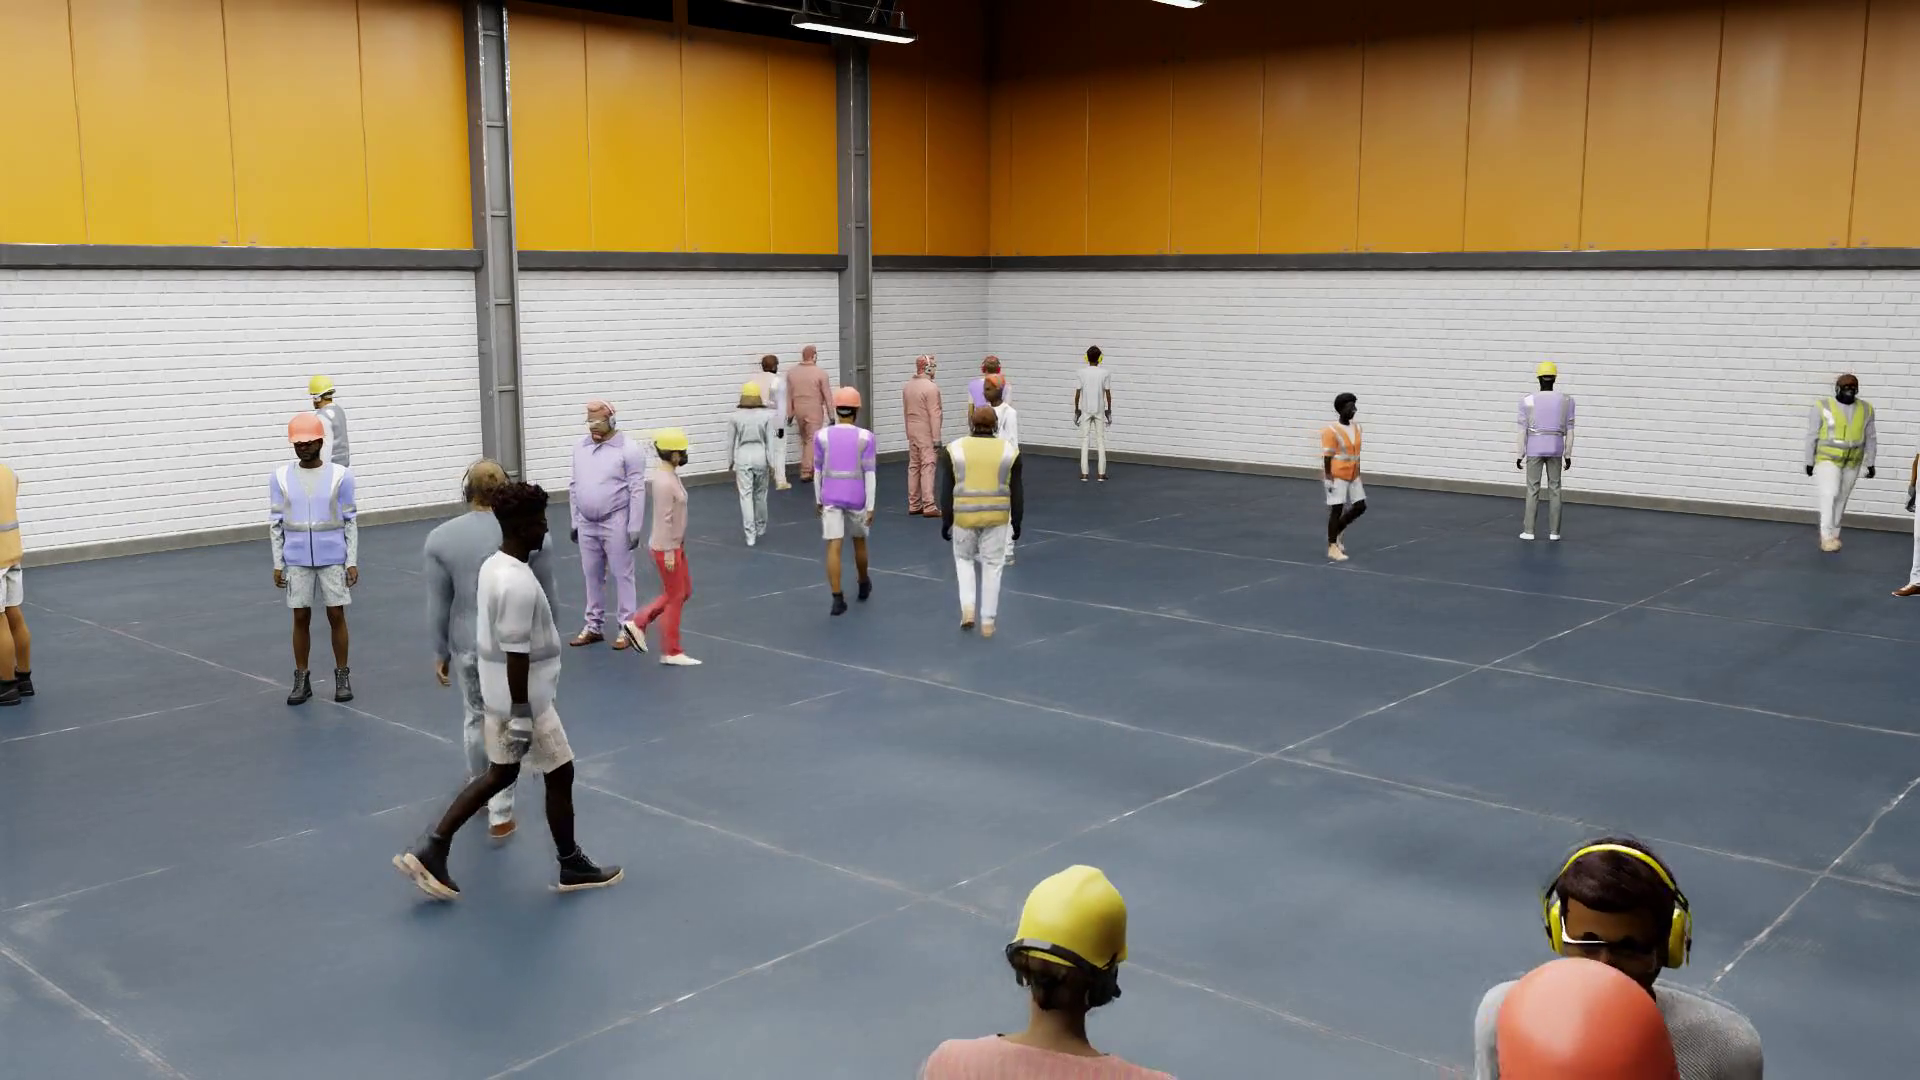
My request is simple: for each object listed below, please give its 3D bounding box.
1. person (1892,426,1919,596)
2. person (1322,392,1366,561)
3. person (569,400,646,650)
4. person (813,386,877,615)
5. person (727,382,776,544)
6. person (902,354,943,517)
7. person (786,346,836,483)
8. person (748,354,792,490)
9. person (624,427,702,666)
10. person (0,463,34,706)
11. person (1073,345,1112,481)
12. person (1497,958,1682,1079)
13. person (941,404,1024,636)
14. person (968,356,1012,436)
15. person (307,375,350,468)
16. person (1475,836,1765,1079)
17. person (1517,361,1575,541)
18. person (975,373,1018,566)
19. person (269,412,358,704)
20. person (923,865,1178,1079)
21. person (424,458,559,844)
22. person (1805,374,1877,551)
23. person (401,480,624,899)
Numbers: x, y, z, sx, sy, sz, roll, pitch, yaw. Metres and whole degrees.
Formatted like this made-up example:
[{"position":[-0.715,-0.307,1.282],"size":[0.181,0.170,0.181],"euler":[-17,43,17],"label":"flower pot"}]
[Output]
[{"position":[8.467,-0.393,14.461],"size":[0.311,1.869,0.532],"euler":[-3,10,-20],"label":"person"},{"position":[3.803,-0.626,16.491],"size":[0.554,1.680,0.367],"euler":[-6,11,-35],"label":"person"},{"position":[-2.705,-0.116,12.627],"size":[0.637,1.903,0.404],"euler":[4,10,23],"label":"person"},{"position":[-0.966,-0.358,14.183],"size":[0.549,1.891,0.962],"euler":[0,9,2],"label":"person"},{"position":[-2.227,-0.836,17.750],"size":[0.510,1.691,0.887],"euler":[-1,9,-7],"label":"person"},{"position":[-0.399,-1.222,19.549],"size":[0.402,1.911,0.639],"euler":[-6,11,-32],"label":"person"},{"position":[-2.016,-1.745,22.996],"size":[0.659,1.856,0.954],"euler":[5,10,28],"label":"person"},{"position":[-2.550,-1.526,21.775],"size":[0.633,1.817,0.820],"euler":[6,11,32],"label":"person"},{"position":[-2.161,0.051,12.064],"size":[0.502,1.755,0.530],"euler":[0,9,0],"label":"person"},{"position":[-6.386,0.134,10.936],"size":[0.375,1.939,0.546],"euler":[-1,9,-4],"label":"person"},{"position":[1.834,-1.742,22.954],"size":[0.535,1.864,0.309],"euler":[1,9,7],"label":"person"},{"position":[0.846,1.517,2.260],"size":[0.640,1.930,1.043],"euler":[6,11,33],"label":"person"},{"position":[0.179,-0.161,13.140],"size":[0.659,1.826,0.504],"euler":[0,9,1],"label":"person"},{"position":[0.374,-1.346,20.516],"size":[0.583,1.842,0.386],"euler":[3,9,16],"label":"person"},{"position":[-6.390,-0.749,16.823],"size":[0.404,1.829,0.591],"euler":[-1,9,-5],"label":"person"},{"position":[1.224,1.428,3.125],"size":[0.542,1.849,0.476],"euler":[2,9,13],"label":"person"},{"position":[6.227,-0.942,17.731],"size":[0.587,1.926,0.368],"euler":[2,9,9],"label":"person"},{"position":[0.356,-0.688,16.266],"size":[0.337,1.883,0.583],"euler":[-5,10,-28],"label":"person"},{"position":[-4.271,0.123,11.011],"size":[0.551,1.937,0.357],"euler":[-2,9,-13],"label":"person"},{"position":[0.207,1.465,3.186],"size":[0.513,1.738,0.683],"euler":[5,10,27],"label":"person"},{"position":[-2.365,0.529,8.529],"size":[0.628,1.904,0.920],"euler":[0,9,-3],"label":"person"},{"position":[9.076,-0.784,17.075],"size":[0.631,1.819,0.757],"euler":[0,9,3],"label":"person"},{"position":[-2.056,0.685,7.500],"size":[0.925,1.936,0.612],"euler":[-5,10,-26],"label":"person"}]
